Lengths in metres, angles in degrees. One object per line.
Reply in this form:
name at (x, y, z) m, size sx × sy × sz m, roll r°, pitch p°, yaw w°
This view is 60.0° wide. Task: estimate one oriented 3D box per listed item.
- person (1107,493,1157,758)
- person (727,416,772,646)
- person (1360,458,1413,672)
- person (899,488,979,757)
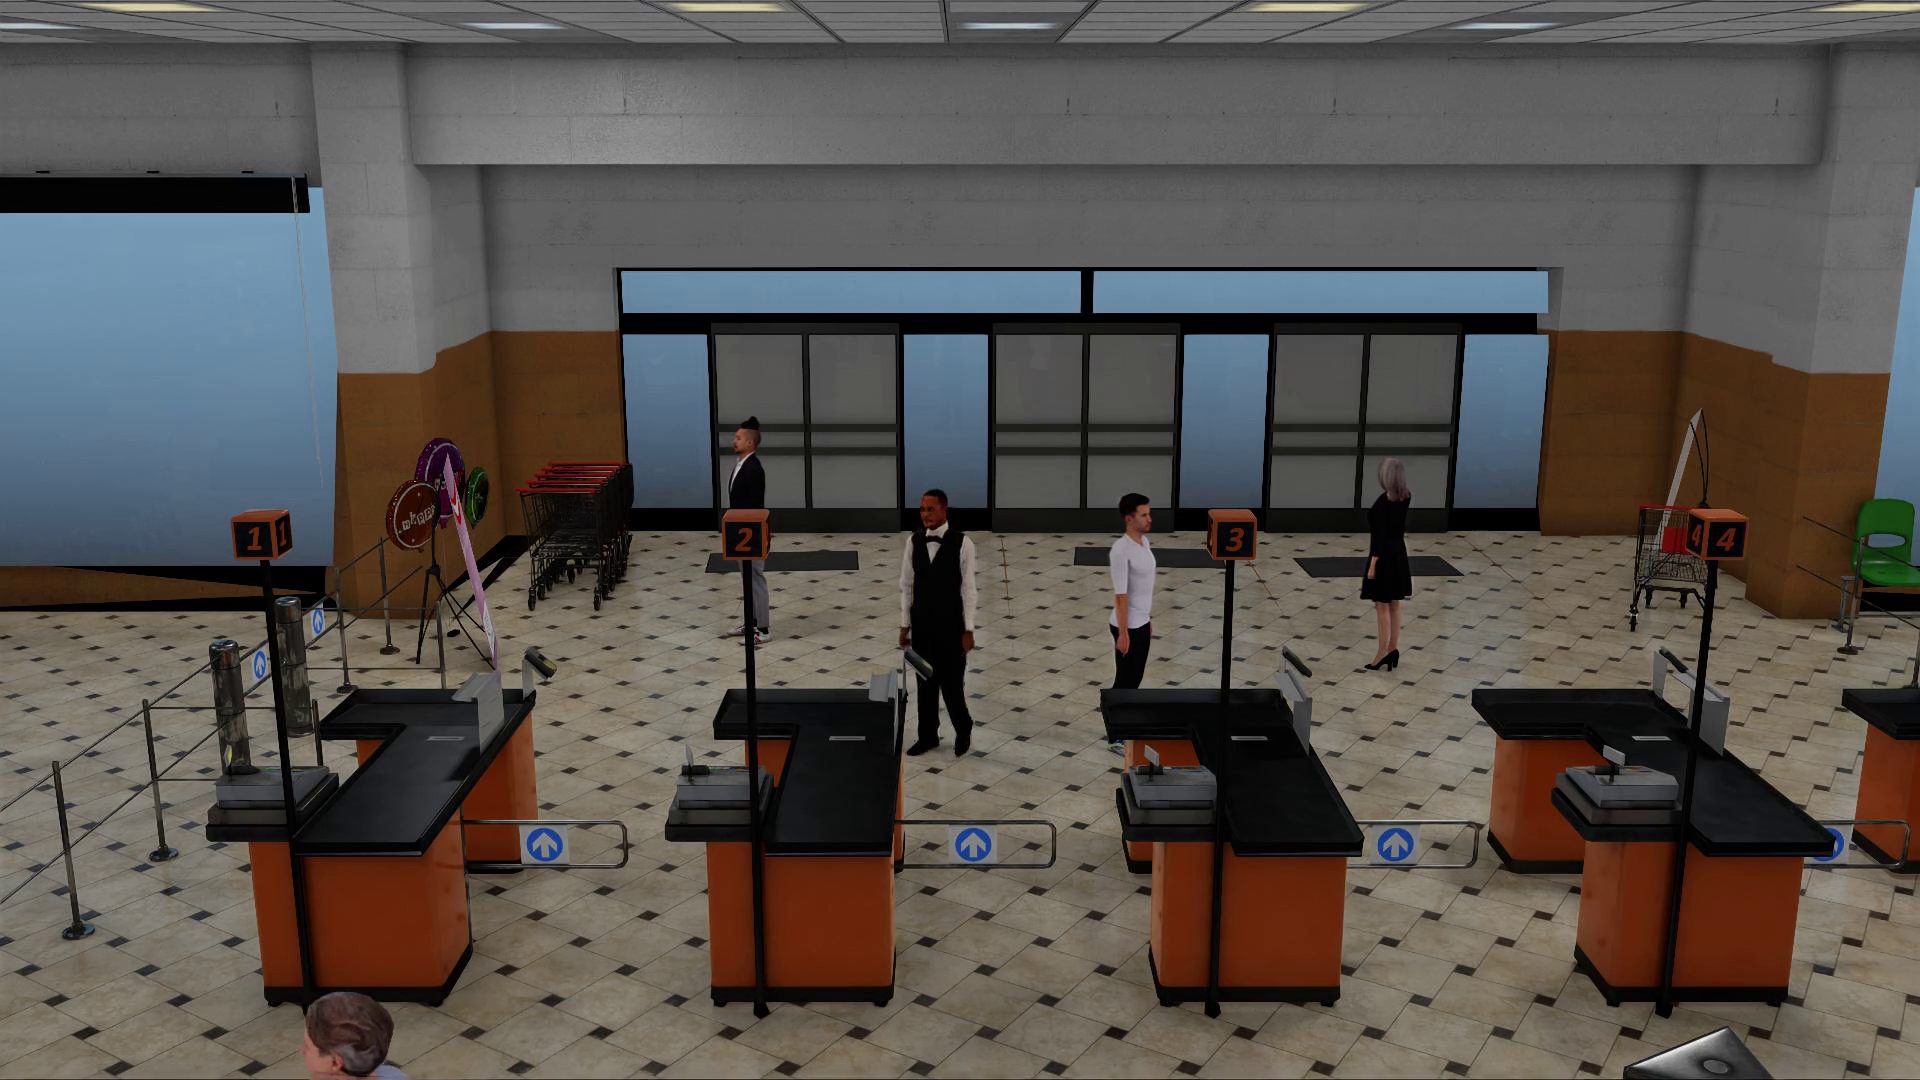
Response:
person at (1.199, 0.575, 11.644) m, size 0.812 × 1.851 × 0.662 m, roll 7°, pitch 15°, yaw 26°
person at (-1.783, -0.090, 14.179) m, size 0.845 × 1.950 × 0.690 m, roll -6°, pitch 15°, yaw -22°
person at (3.444, 0.192, 13.446) m, size 0.759 × 1.746 × 0.698 m, roll 13°, pitch 19°, yaw 43°
person at (-0.130, 0.555, 11.566) m, size 0.859 × 1.927 × 0.888 m, roll 7°, pitch 15°, yaw 25°
